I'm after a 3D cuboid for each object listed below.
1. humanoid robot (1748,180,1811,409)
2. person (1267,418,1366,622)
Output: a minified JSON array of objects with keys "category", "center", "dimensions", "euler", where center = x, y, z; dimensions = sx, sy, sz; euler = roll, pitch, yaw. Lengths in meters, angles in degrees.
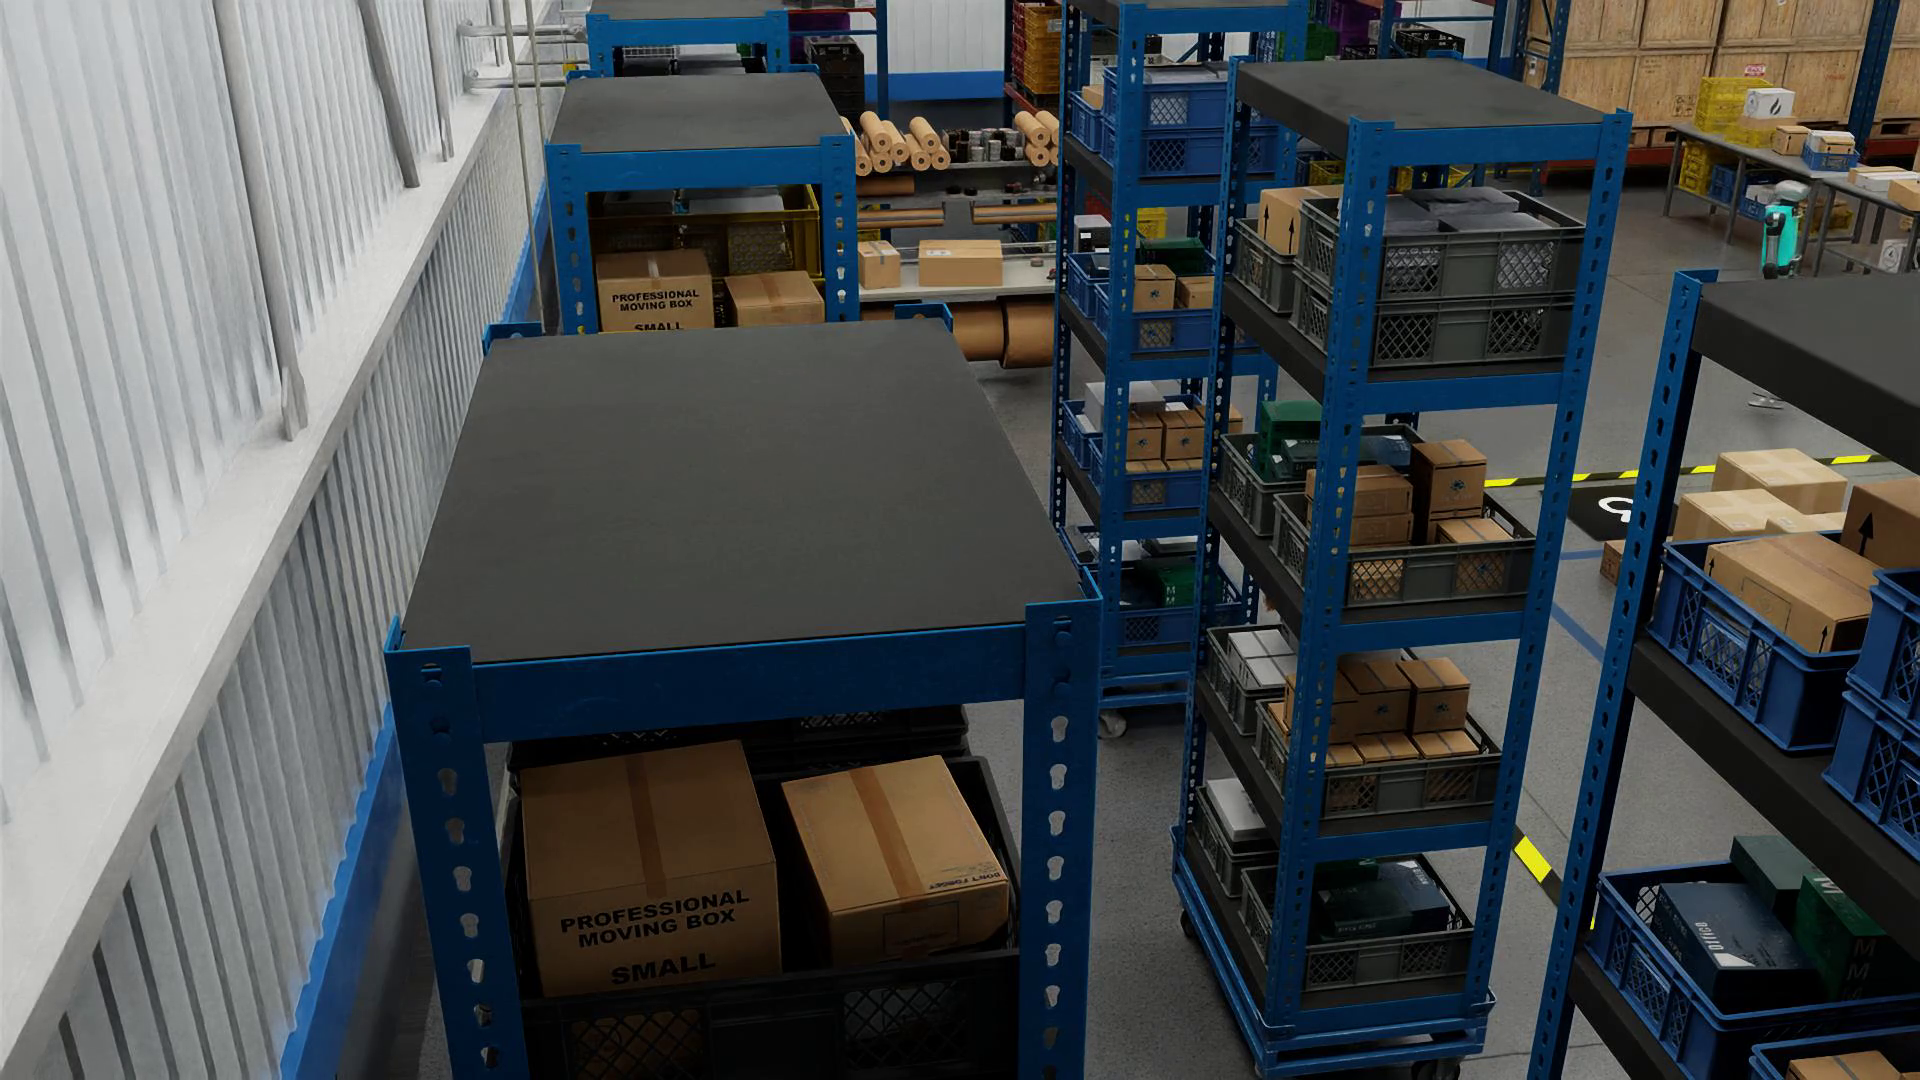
[{"category":"humanoid robot","center":[6.196,-1.773,12.234],"dimensions":[0.735,1.677,0.533],"euler":[17,30,32]},{"category":"person","center":[1.753,0.197,7.977],"dimensions":[0.589,1.852,0.401],"euler":[-1,25,-2]}]
